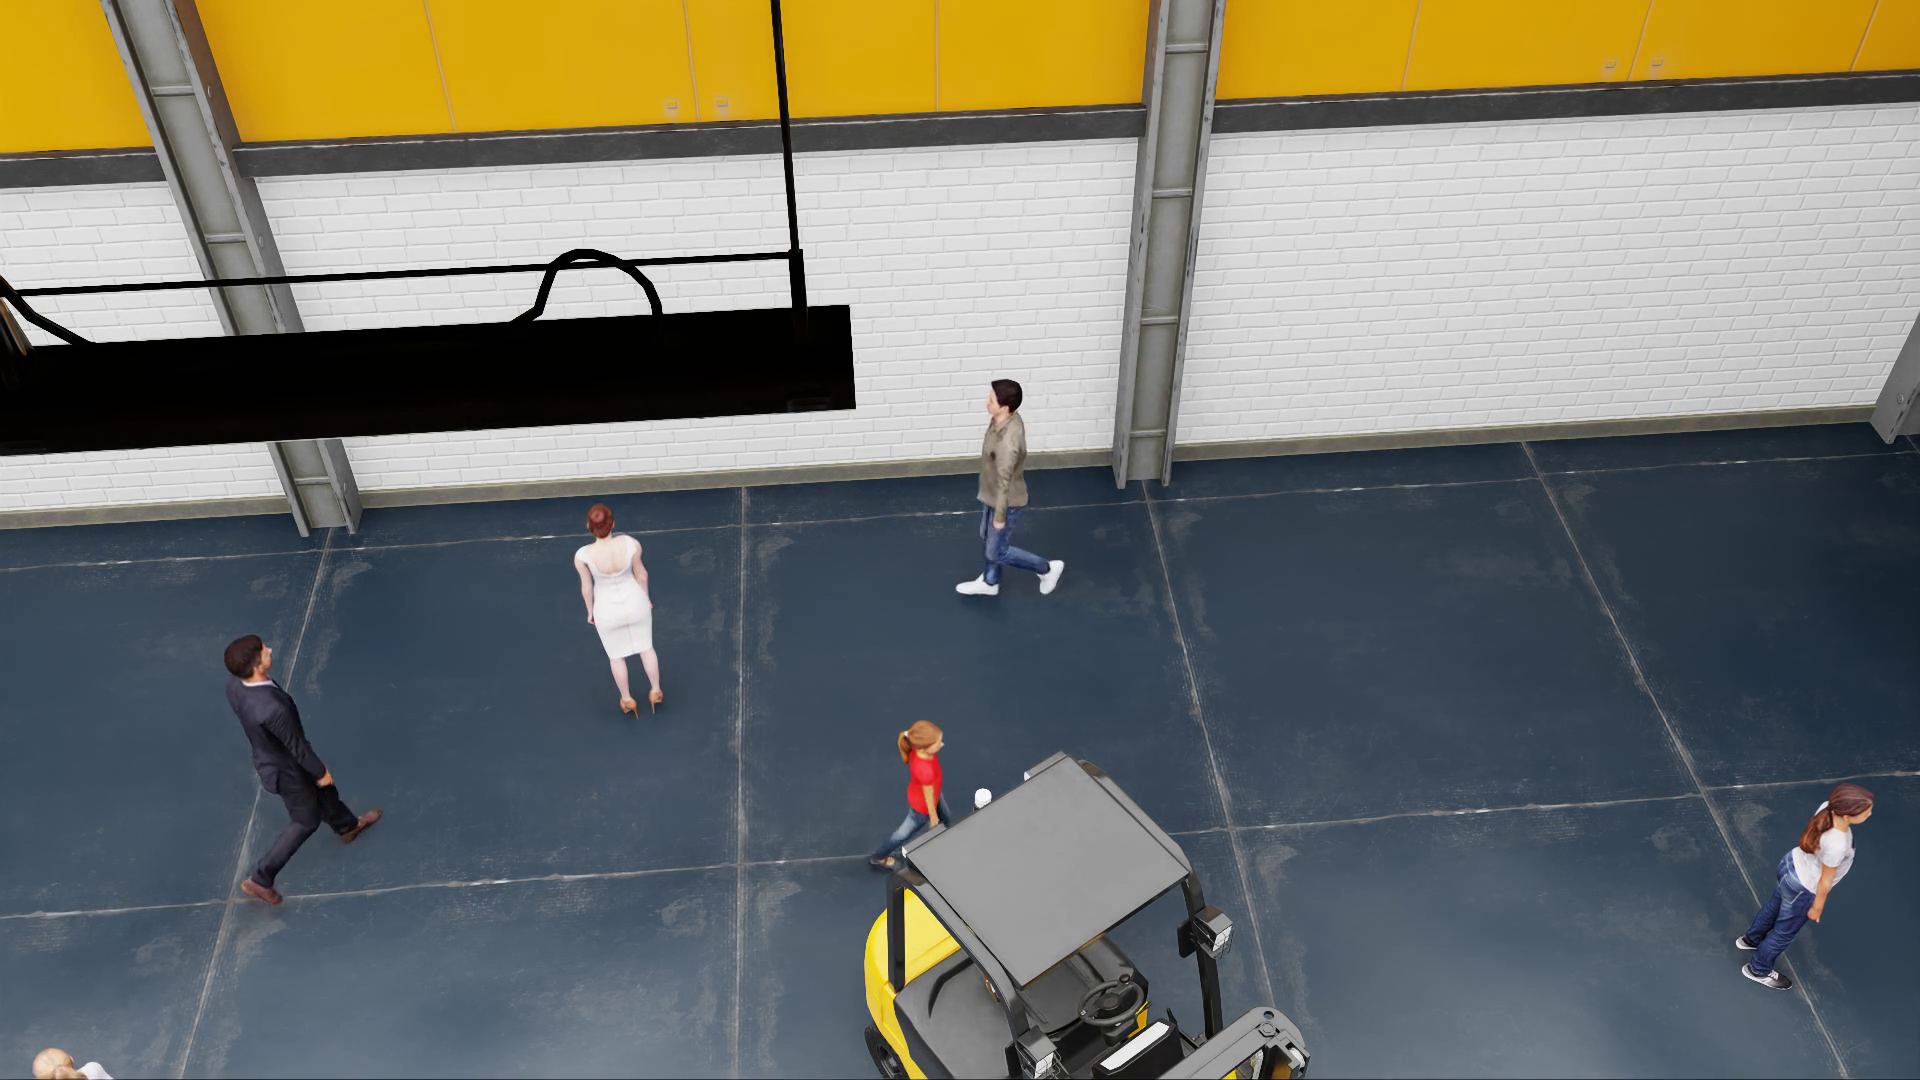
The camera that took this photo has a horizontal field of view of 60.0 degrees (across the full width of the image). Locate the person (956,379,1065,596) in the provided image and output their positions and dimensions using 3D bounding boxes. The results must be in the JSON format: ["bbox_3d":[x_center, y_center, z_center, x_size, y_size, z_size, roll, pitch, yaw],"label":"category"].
[{"bbox_3d":[0.367,-0.283,11.020,0.971,1.850,0.722,-1,44,-1],"label":"person"}]

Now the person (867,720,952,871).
[{"bbox_3d":[-0.283,1.497,9.561,0.901,1.285,0.498,-2,44,-2],"label":"person"}]

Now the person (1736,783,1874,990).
[{"bbox_3d":[4.578,1.839,9.001,0.604,1.563,0.594,8,44,9],"label":"person"}]

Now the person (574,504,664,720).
[{"bbox_3d":[-2.104,0.444,10.299,0.500,1.791,0.665,-13,45,-13],"label":"person"}]

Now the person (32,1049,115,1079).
[{"bbox_3d":[-4.211,2.860,8.134,0.626,1.280,0.580,21,47,21],"label":"person"}]

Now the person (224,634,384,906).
[{"bbox_3d":[-3.838,1.310,9.356,1.102,1.839,1.203,32,52,29],"label":"person"}]
